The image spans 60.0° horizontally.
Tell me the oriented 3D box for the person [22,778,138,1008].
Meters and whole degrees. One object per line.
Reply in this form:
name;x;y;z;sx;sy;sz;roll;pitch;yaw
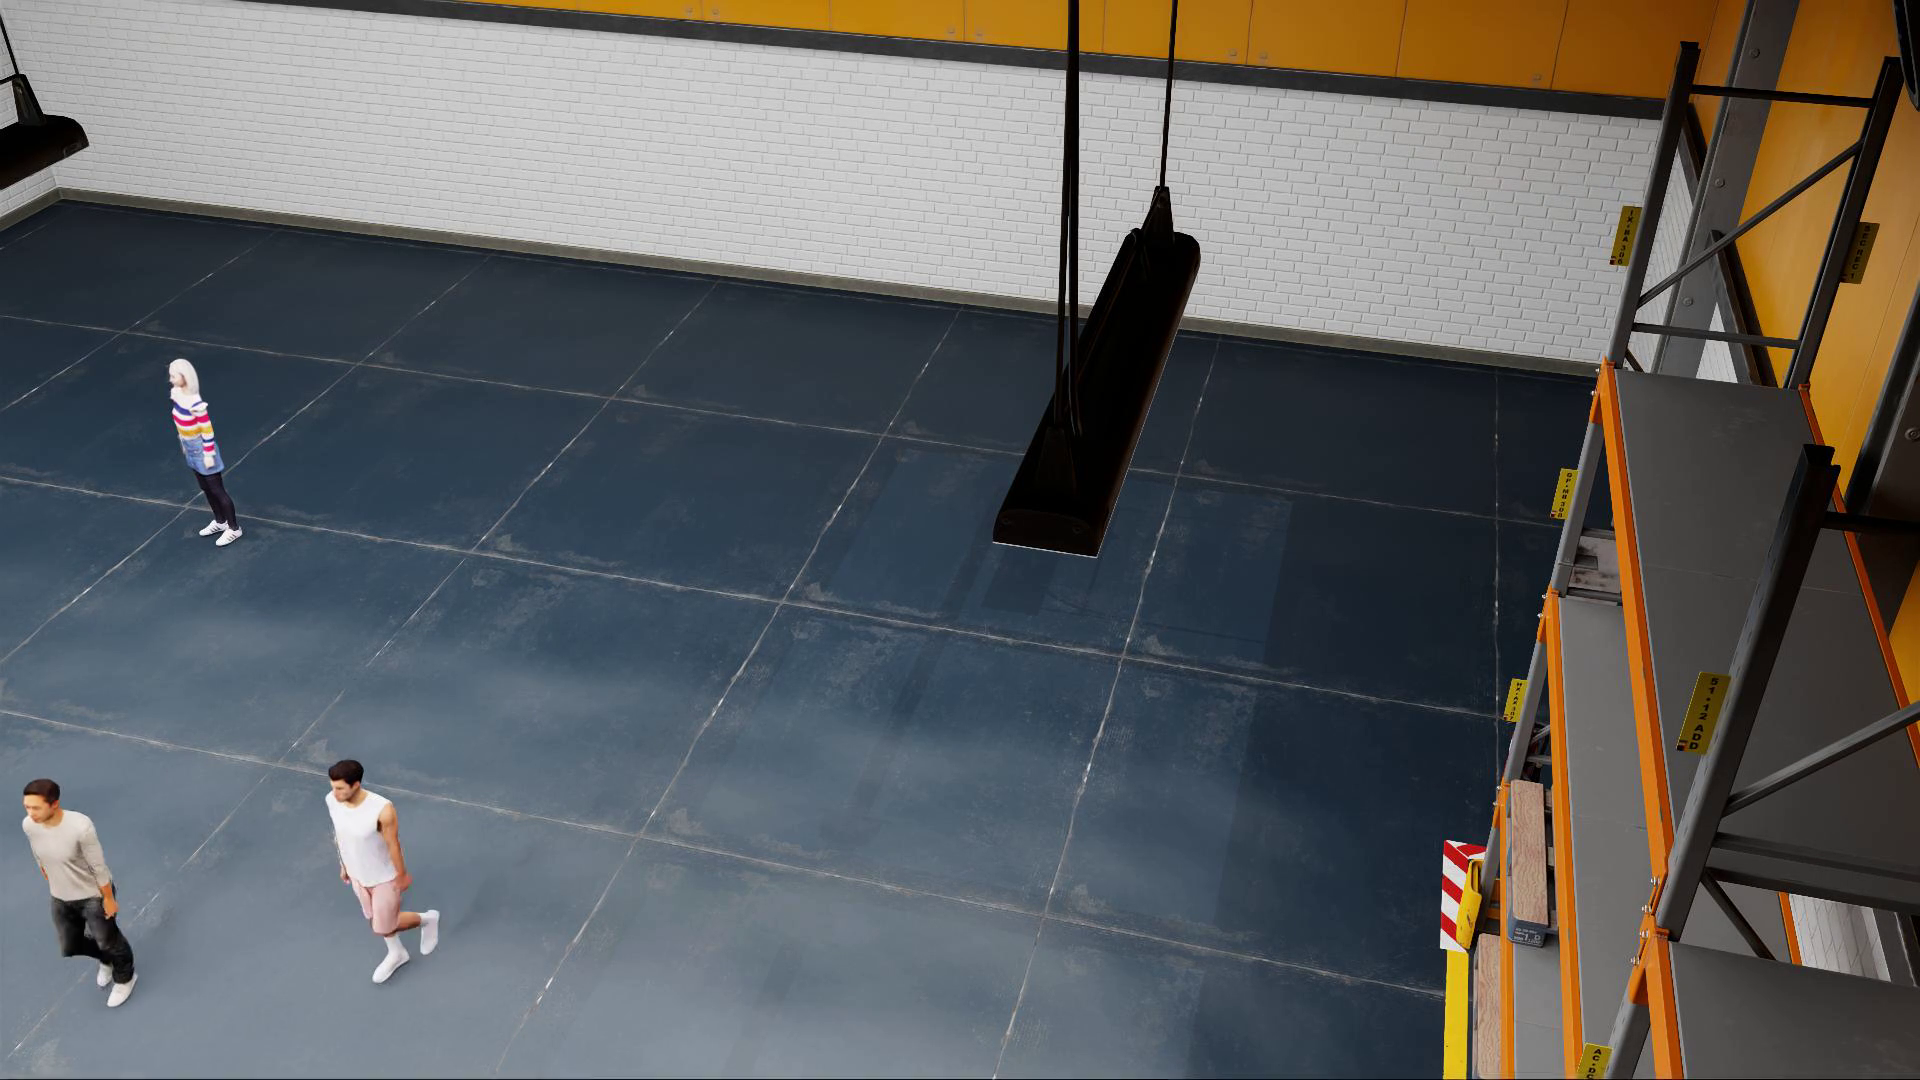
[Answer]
person;-5.448;2.134;10.415;0.702;1.801;0.707;3;34;4

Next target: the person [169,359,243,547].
person;-6.755;-0.801;14.823;0.722;1.809;0.678;24;41;32

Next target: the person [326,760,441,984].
person;-3.664;2.034;10.587;0.717;1.777;0.830;16;37;23
